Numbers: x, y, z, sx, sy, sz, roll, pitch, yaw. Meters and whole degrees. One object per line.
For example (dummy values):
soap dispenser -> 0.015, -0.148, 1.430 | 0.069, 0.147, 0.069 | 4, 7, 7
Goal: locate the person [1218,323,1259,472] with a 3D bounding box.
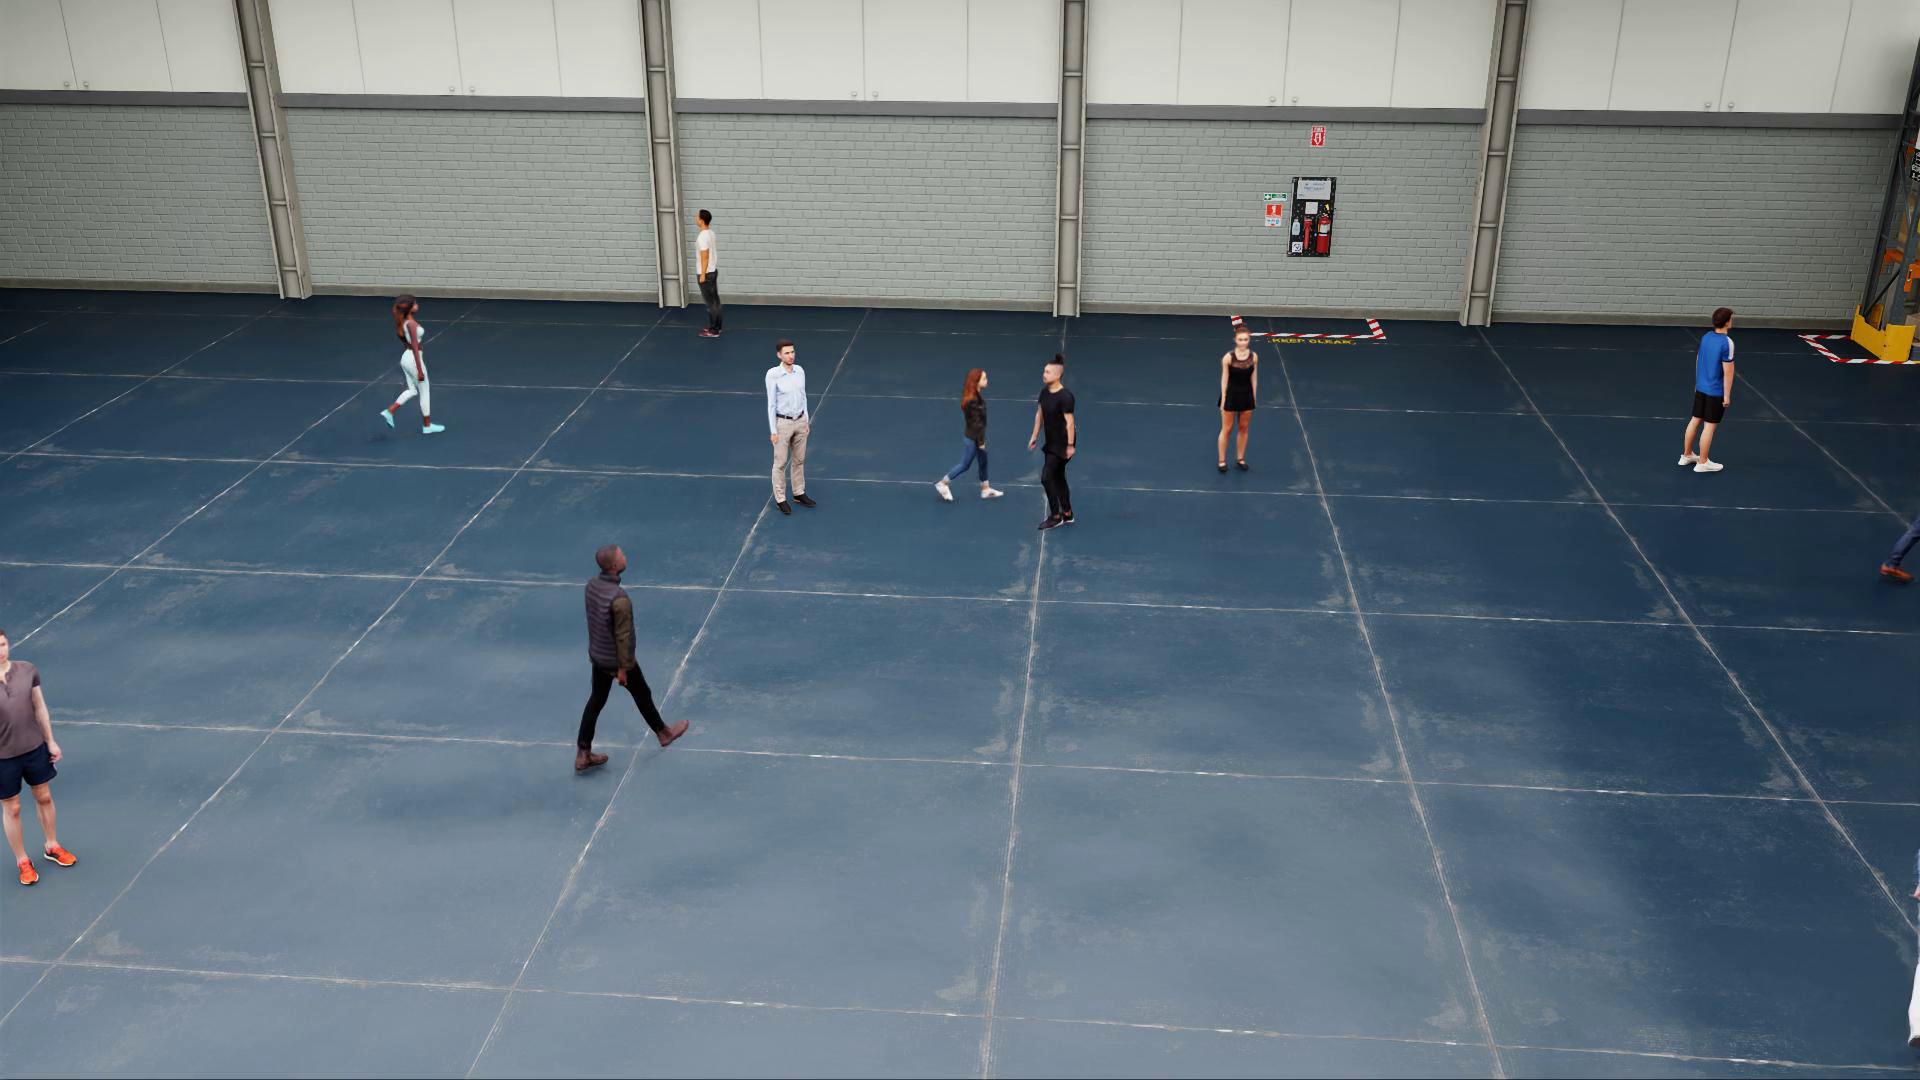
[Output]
person -> 3.114, -1.601, 18.620 | 0.575, 1.673, 0.702 | -4, 23, -10

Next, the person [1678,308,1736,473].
person -> 8.396, -1.698, 18.603 | 0.720, 1.865, 0.729 | -8, 24, -18

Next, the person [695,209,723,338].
person -> -3.570, -3.796, 23.614 | 0.537, 1.804, 0.635 | 3, 23, 7

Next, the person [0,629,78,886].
person -> -6.394, 1.424, 11.277 | 0.753, 1.853, 0.735 | 18, 29, 36

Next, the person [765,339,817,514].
person -> -1.798, -1.226, 17.514 | 0.753, 1.847, 0.814 | -18, 29, -36

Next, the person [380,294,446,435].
person -> -6.517, -2.041, 19.609 | 1.012, 1.709, 0.887 | -13, 26, -28

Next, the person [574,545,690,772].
person -> -2.695, 0.928, 12.532 | 1.260, 1.783, 1.210 | -19, 29, -37

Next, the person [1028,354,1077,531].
person -> 1.074, -1.013, 17.018 | 0.849, 1.845, 0.815 | -9, 25, -21

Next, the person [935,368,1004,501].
person -> 0.076, -1.105, 17.727 | 0.947, 1.459, 0.575 | 3, 23, 8
